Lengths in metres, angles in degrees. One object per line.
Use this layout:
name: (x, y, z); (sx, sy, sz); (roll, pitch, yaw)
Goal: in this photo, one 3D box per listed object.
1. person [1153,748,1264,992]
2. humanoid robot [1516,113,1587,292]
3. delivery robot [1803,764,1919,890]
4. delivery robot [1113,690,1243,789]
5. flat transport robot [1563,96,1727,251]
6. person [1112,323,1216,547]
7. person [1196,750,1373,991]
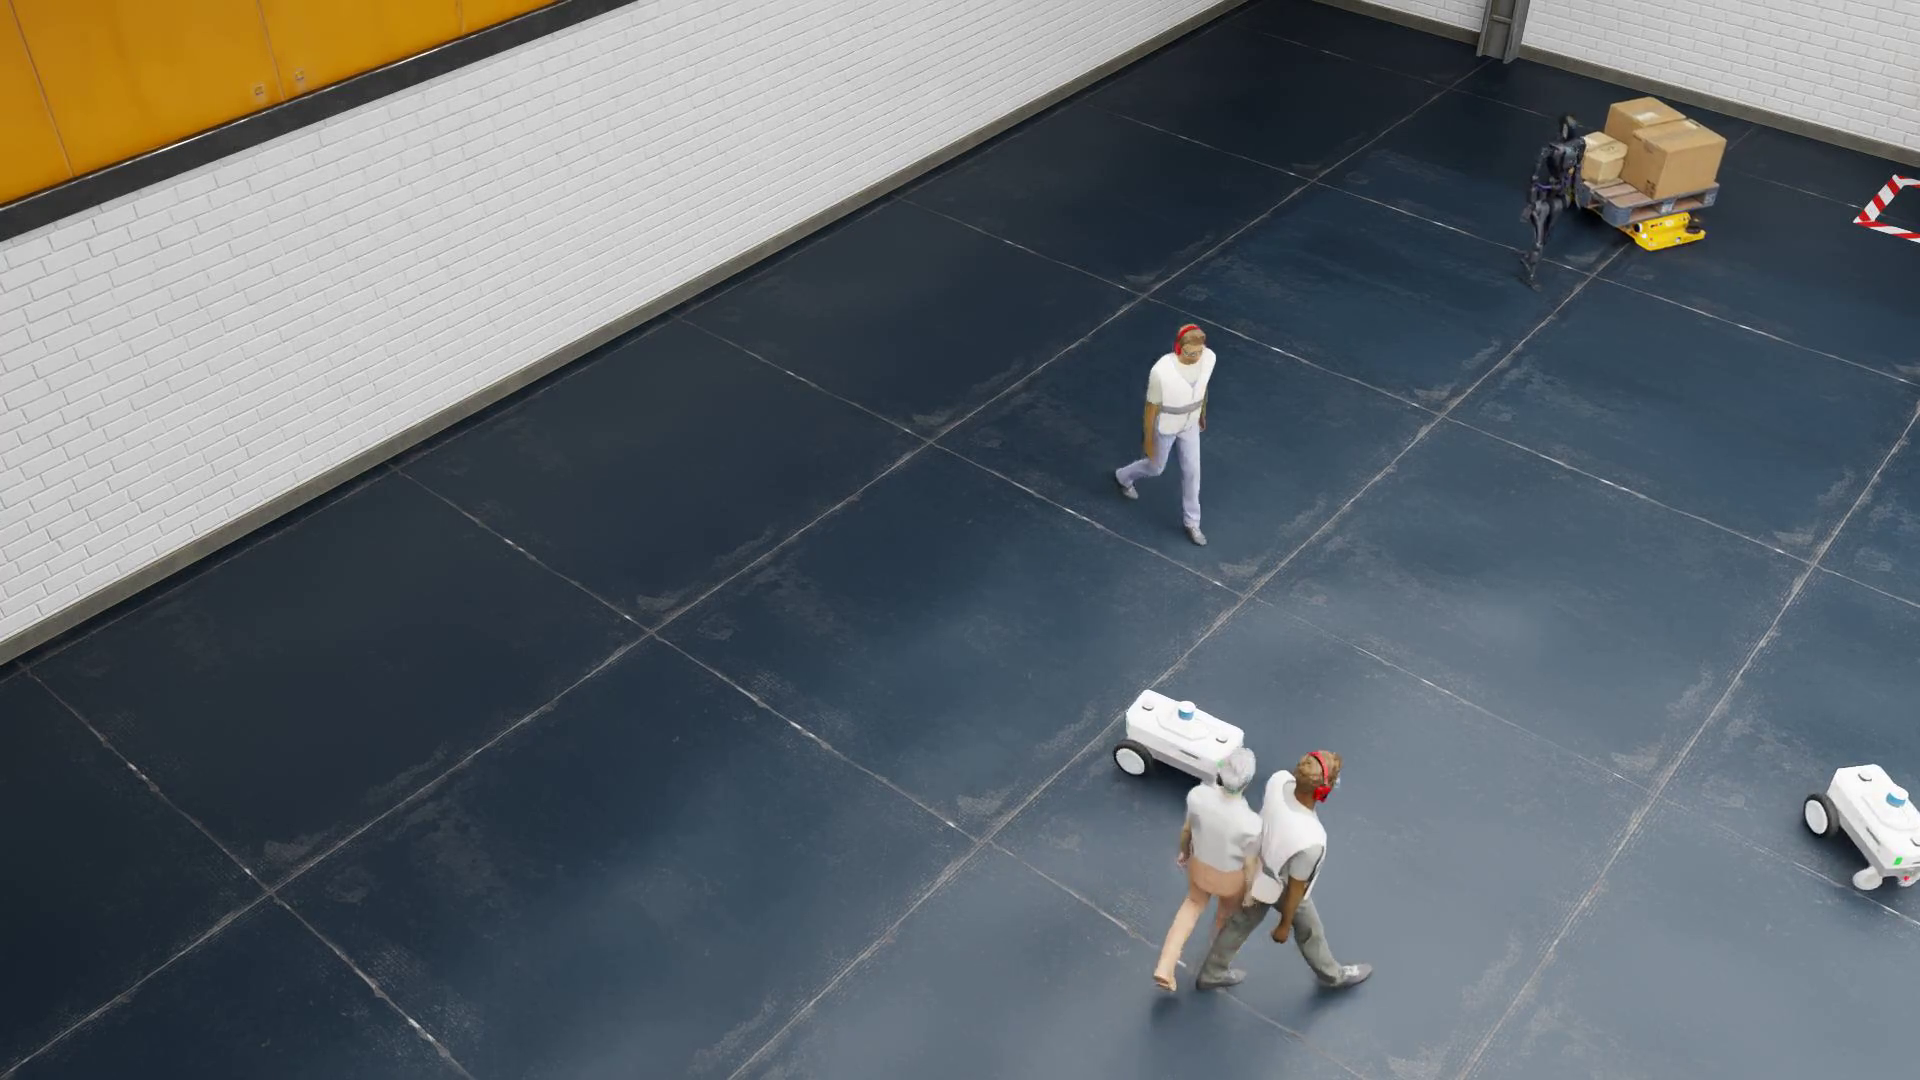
person: (1.349, 1.794, 8.904); (0.482, 1.722, 0.690); (26, 46, 29)
humanoid robot: (5.353, -3.093, 15.026); (0.616, 1.634, 0.602); (-15, 41, -18)
delivery robot: (5.490, 1.698, 9.966); (0.514, 0.614, 0.786); (-6, 39, -8)
delivery robot: (1.380, 1.257, 10.507); (0.781, 0.605, 0.499); (22, 44, 25)
flat transport robot: (6.588, -3.295, 16.377); (0.659, 0.231, 1.431); (-14, 41, -17)
person: (1.538, -0.867, 12.148); (0.606, 1.799, 0.868); (-21, 43, -24)
person: (1.775, 1.800, 8.846); (0.978, 1.778, 0.591); (-8, 40, -10)
